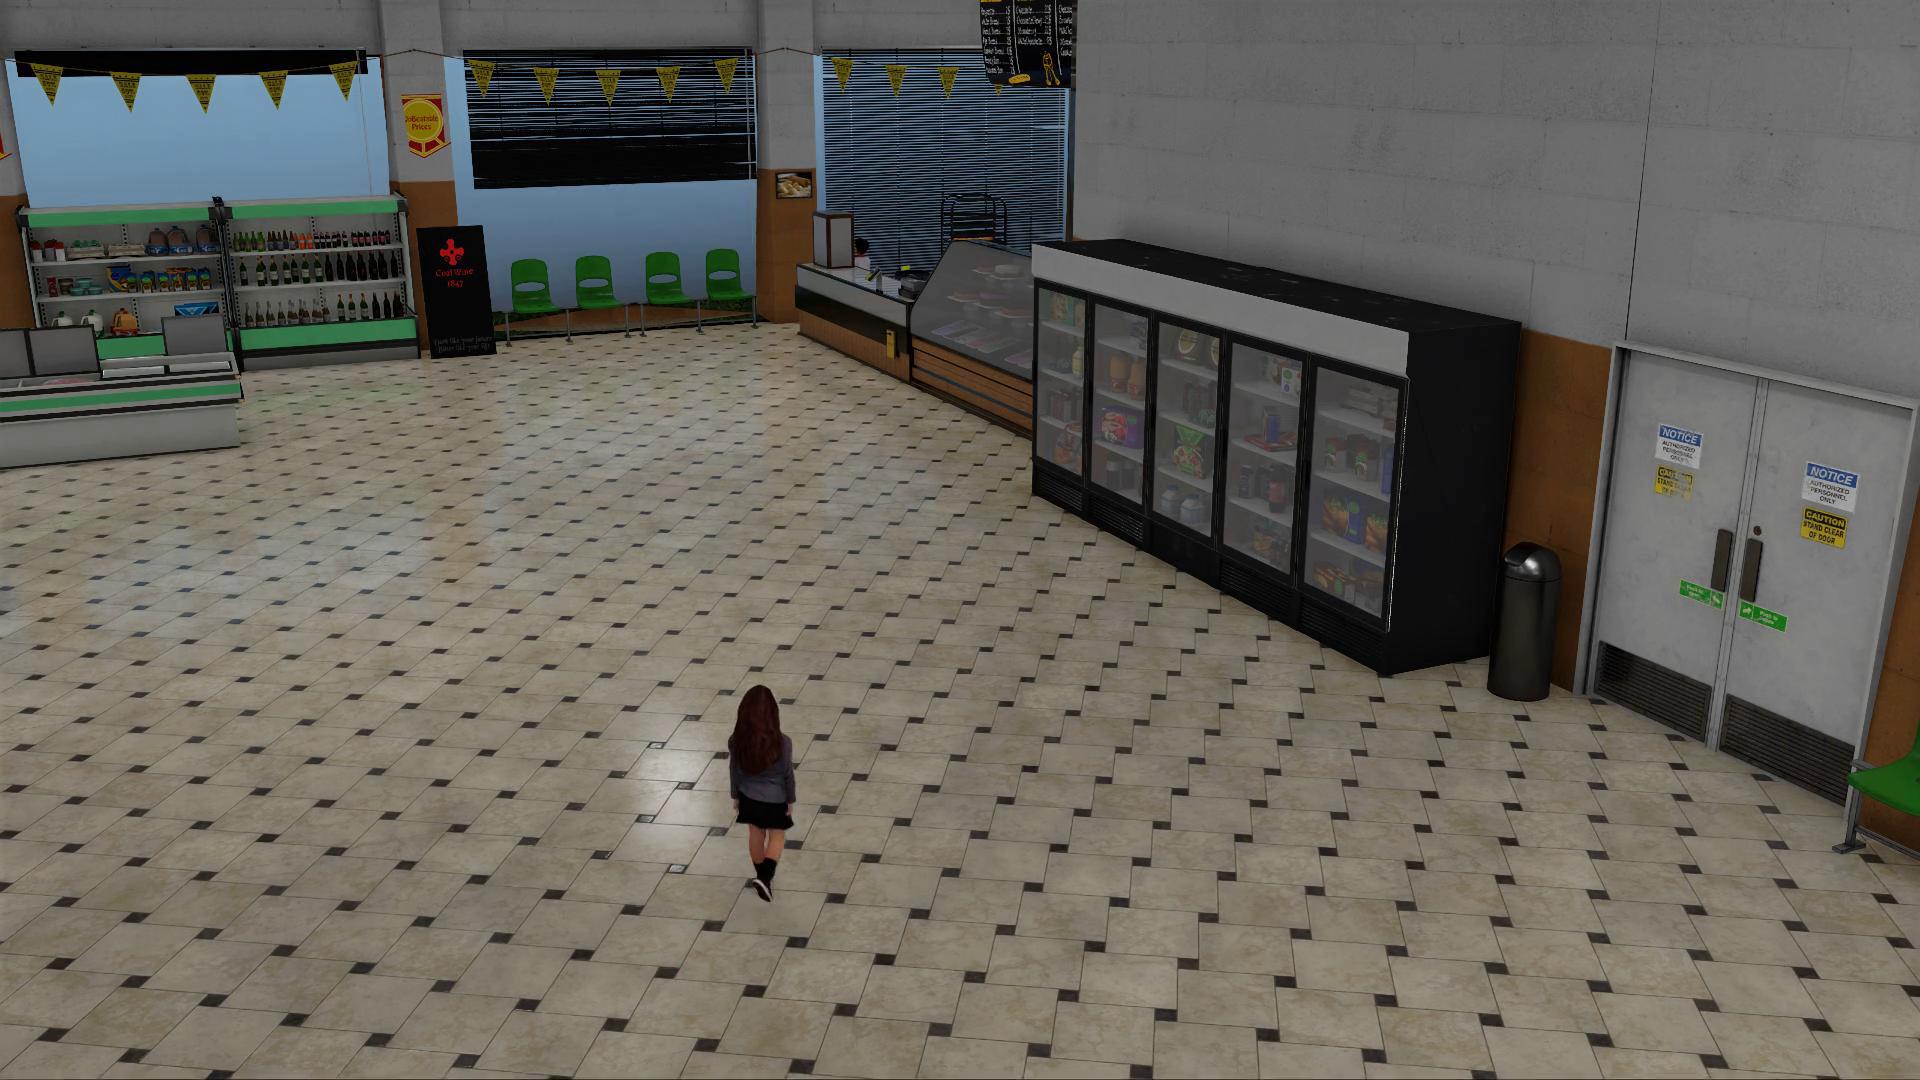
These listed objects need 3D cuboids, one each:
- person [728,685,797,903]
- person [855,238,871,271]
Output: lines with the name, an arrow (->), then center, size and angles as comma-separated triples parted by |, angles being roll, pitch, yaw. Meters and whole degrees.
person -> -0.969, 1.242, 8.046 | 0.688, 1.094, 0.715 | 2, 17, 7
person -> -1.431, -3.773, 24.271 | 0.620, 1.262, 0.535 | 15, 22, 40
